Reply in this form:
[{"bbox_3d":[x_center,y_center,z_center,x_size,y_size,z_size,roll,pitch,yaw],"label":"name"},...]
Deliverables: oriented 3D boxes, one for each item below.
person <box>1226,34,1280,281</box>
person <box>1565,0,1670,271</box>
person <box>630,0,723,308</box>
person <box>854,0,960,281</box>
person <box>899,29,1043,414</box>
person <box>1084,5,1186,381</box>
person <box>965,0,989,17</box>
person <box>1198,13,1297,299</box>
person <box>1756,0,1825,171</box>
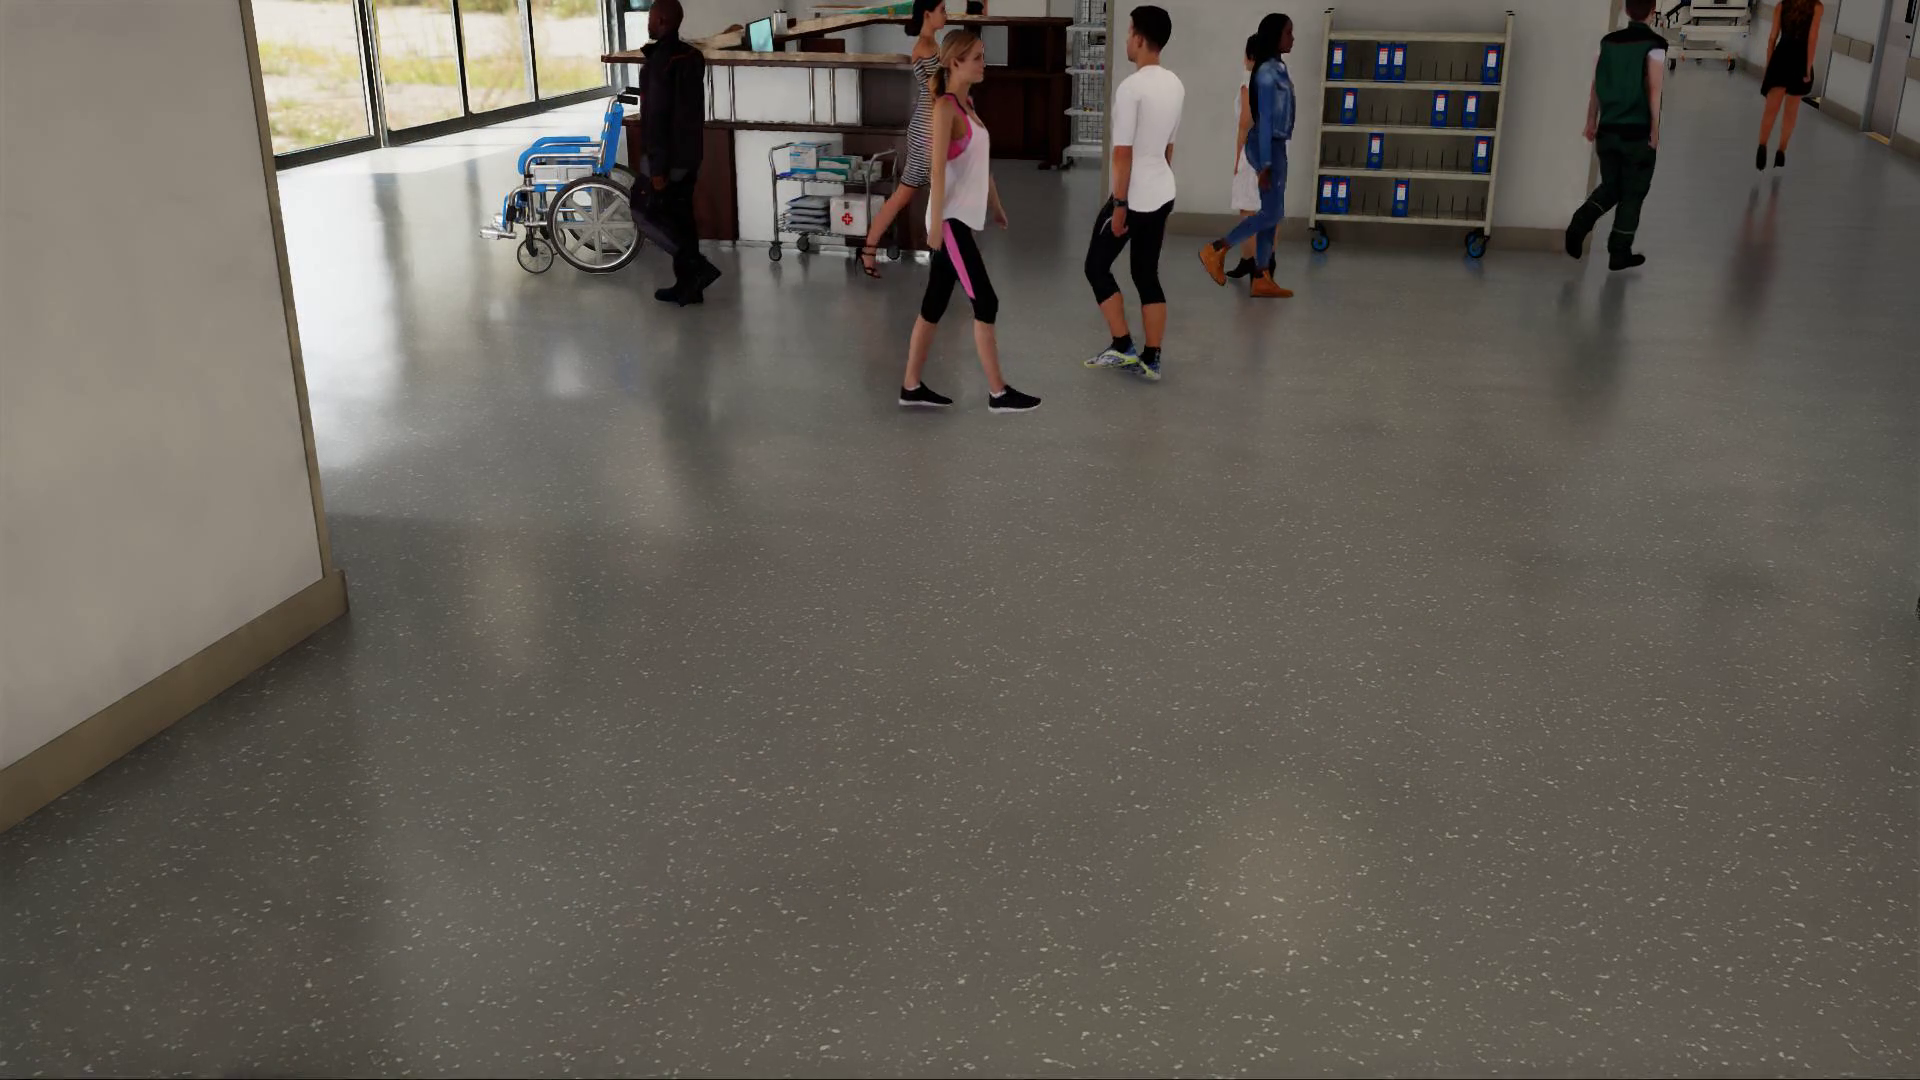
[{"bbox_3d":[1.937,-2.484,10.800,0.654,1.551,0.671,-19,28,-41],"label":"person"},{"bbox_3d":[4.325,-2.681,10.931,1.001,1.824,0.941,-11,23,-27],"label":"person"},{"bbox_3d":[-1.625,-2.281,9.901,0.728,1.807,0.695,6,21,14],"label":"person"},{"bbox_3d":[-0.307,-2.477,10.462,1.109,1.775,0.688,3,21,8],"label":"person"},{"bbox_3d":[-0.119,-1.451,7.783,0.948,1.756,0.648,4,21,10],"label":"person"},{"bbox_3d":[0.967,-1.691,8.299,0.827,1.838,0.821,19,28,40],"label":"person"},{"bbox_3d":[0.273,-8.012,25.007,0.735,1.825,0.637,-17,27,-38],"label":"person"},{"bbox_3d":[1.781,-2.319,10.154,0.811,1.698,0.599,5,21,14],"label":"person"},{"bbox_3d":[7.357,-4.146,14.849,1.159,1.790,0.907,14,25,32],"label":"person"}]
